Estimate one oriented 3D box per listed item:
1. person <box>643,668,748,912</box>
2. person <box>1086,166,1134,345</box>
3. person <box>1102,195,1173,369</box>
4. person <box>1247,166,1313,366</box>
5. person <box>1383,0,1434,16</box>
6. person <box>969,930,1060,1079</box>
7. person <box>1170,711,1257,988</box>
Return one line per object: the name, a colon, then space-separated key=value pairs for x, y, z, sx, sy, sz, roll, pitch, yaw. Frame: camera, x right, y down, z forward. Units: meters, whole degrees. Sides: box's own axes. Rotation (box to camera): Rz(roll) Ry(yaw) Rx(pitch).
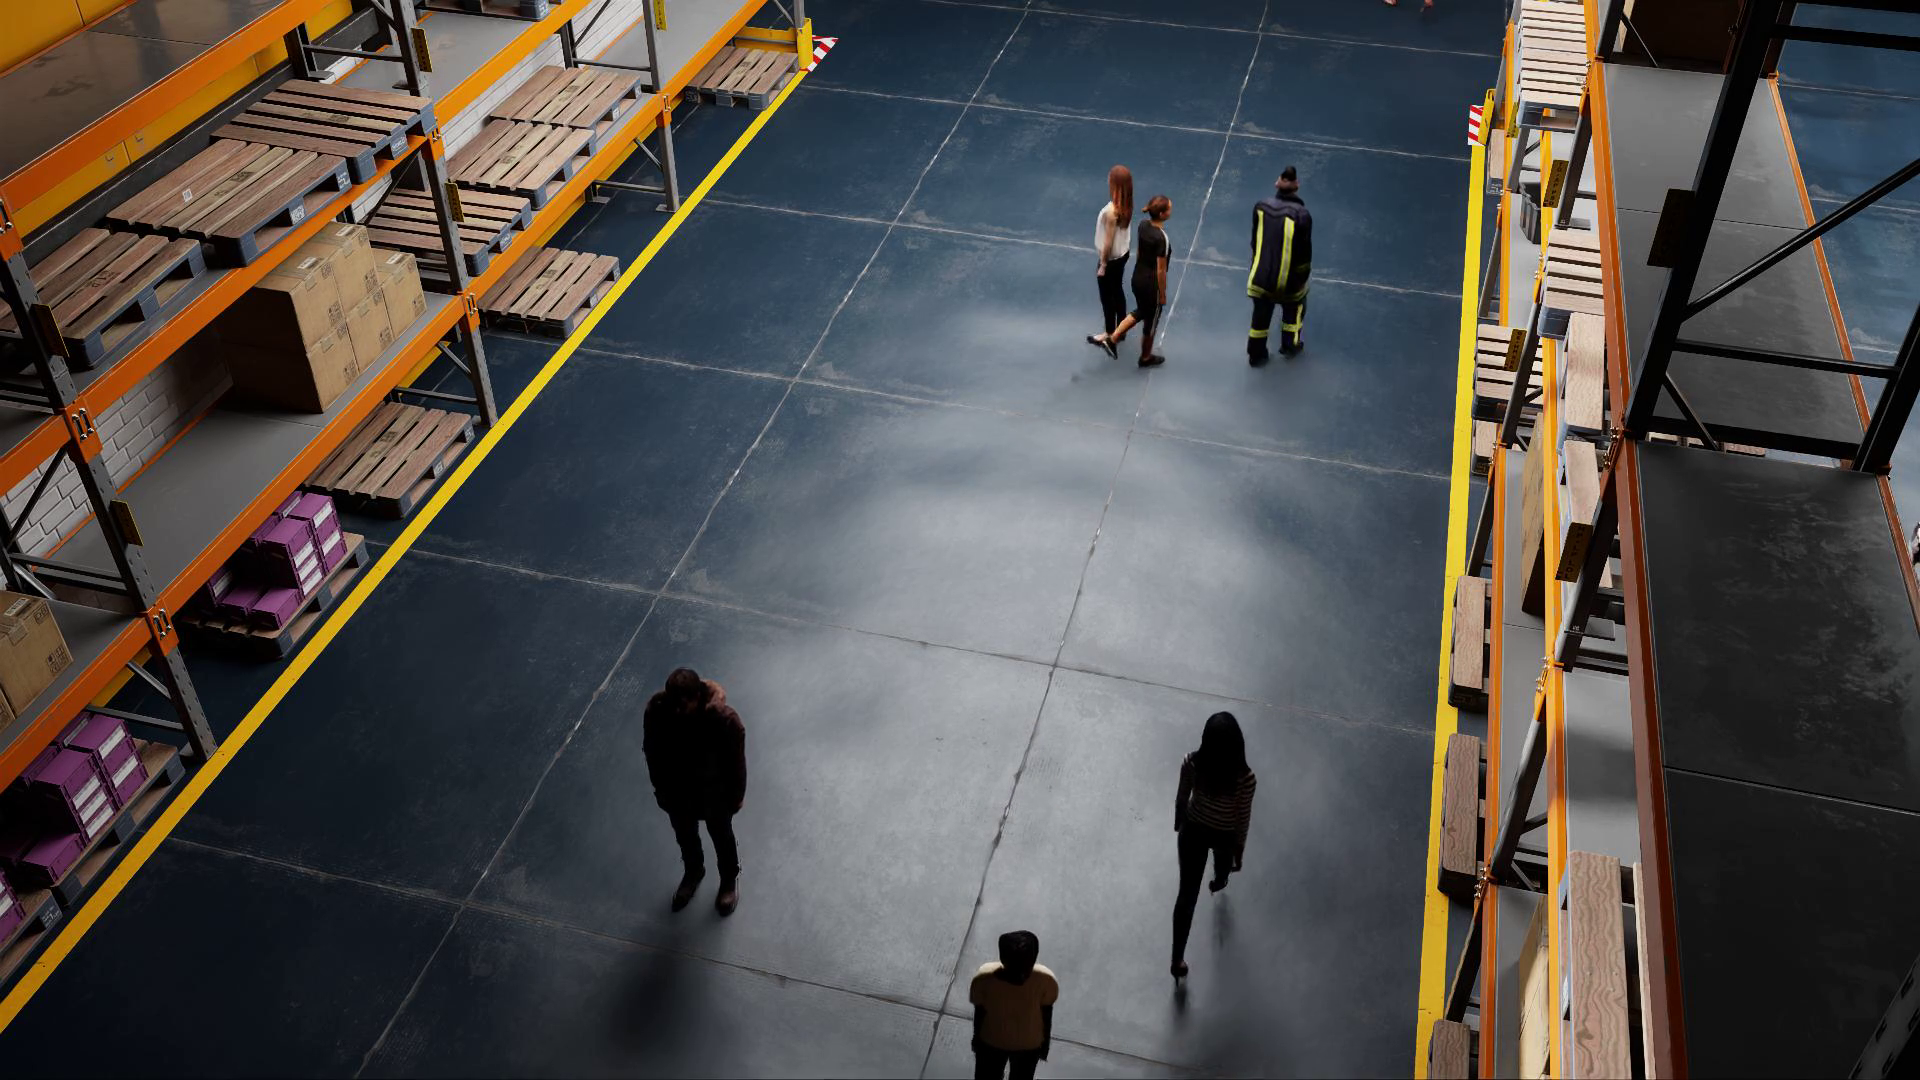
person: x=-1.508 y=1.420 z=9.607 sx=0.771 sy=1.842 sz=0.671 roll=6 pitch=39 yaw=8
person: x=1.350 y=-2.497 z=14.608 sx=0.724 sy=1.721 sz=0.561 roll=24 pitch=44 yaw=27
person: x=1.551 y=-2.183 z=14.265 sx=0.898 sy=1.658 sz=0.872 roll=-15 pitch=41 yaw=-18
person: x=2.694 y=-2.311 z=14.273 sx=0.919 sy=1.848 sz=0.967 roll=26 pitch=45 yaw=29
person: x=5.730 y=-7.420 z=20.784 sx=1.055 sy=1.708 sz=1.129 roll=-18 pitch=42 yaw=-21
person: x=0.256 y=2.488 z=8.480 sx=0.669 sy=1.579 sz=0.697 roll=1 pitch=39 yaw=1
person: x=1.350 y=1.747 z=9.287 sx=0.673 sy=1.730 sz=1.187 roll=14 pitch=41 yaw=17
